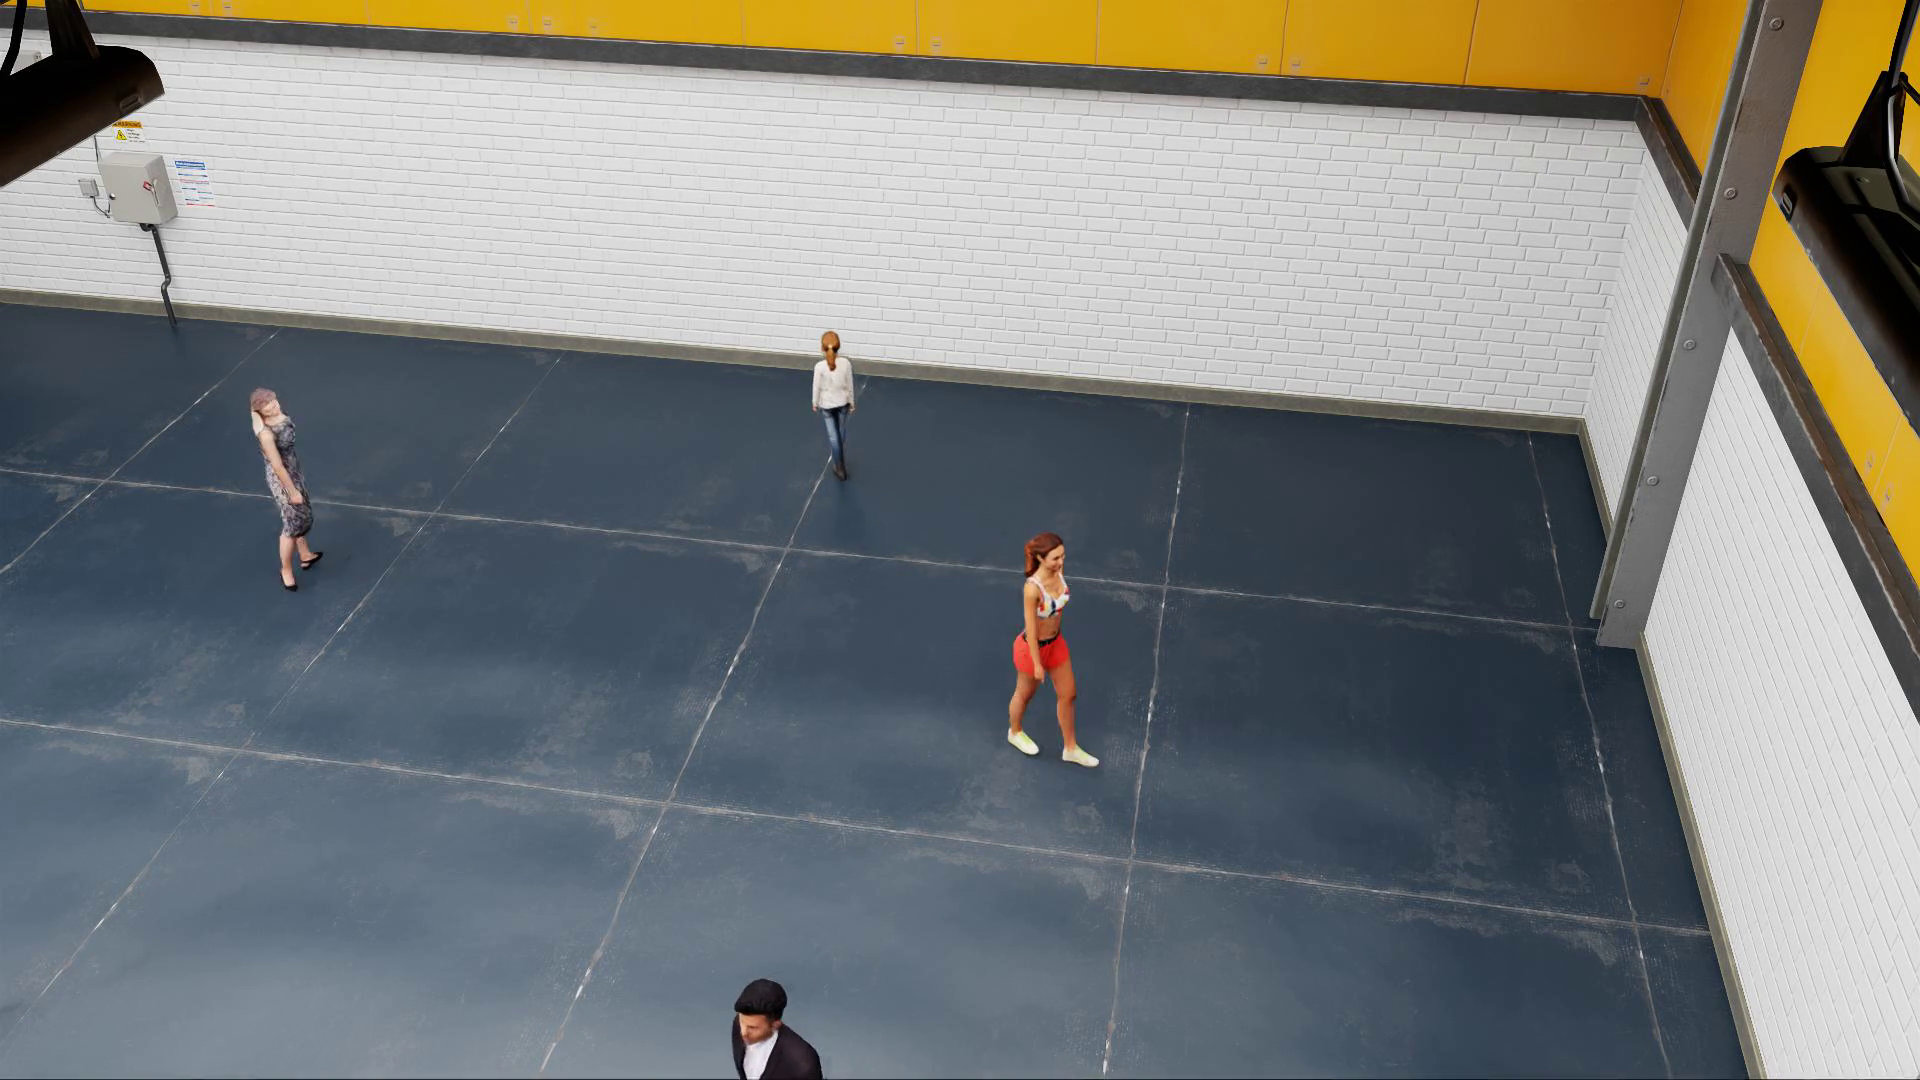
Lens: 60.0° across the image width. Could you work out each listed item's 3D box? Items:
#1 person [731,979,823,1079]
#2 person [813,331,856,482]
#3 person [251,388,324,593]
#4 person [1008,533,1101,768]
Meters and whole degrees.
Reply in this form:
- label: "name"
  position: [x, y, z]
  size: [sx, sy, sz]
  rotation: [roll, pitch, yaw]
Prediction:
- label: "person"
  position: [-0.745, 2.655, 7.642]
  size: [1.034, 1.864, 1.201]
  rotation: [26, 42, 34]
- label: "person"
  position: [-1.027, -1.089, 13.780]
  size: [0.690, 1.304, 0.820]
  rotation: [-11, 35, -16]
- label: "person"
  position: [-5.081, -0.472, 12.519]
  size: [0.865, 1.672, 0.678]
  rotation: [-16, 37, -22]
- label: "person"
  position: [0.447, 0.668, 10.717]
  size: [0.913, 1.769, 0.952]
  rotation: [24, 40, 31]
